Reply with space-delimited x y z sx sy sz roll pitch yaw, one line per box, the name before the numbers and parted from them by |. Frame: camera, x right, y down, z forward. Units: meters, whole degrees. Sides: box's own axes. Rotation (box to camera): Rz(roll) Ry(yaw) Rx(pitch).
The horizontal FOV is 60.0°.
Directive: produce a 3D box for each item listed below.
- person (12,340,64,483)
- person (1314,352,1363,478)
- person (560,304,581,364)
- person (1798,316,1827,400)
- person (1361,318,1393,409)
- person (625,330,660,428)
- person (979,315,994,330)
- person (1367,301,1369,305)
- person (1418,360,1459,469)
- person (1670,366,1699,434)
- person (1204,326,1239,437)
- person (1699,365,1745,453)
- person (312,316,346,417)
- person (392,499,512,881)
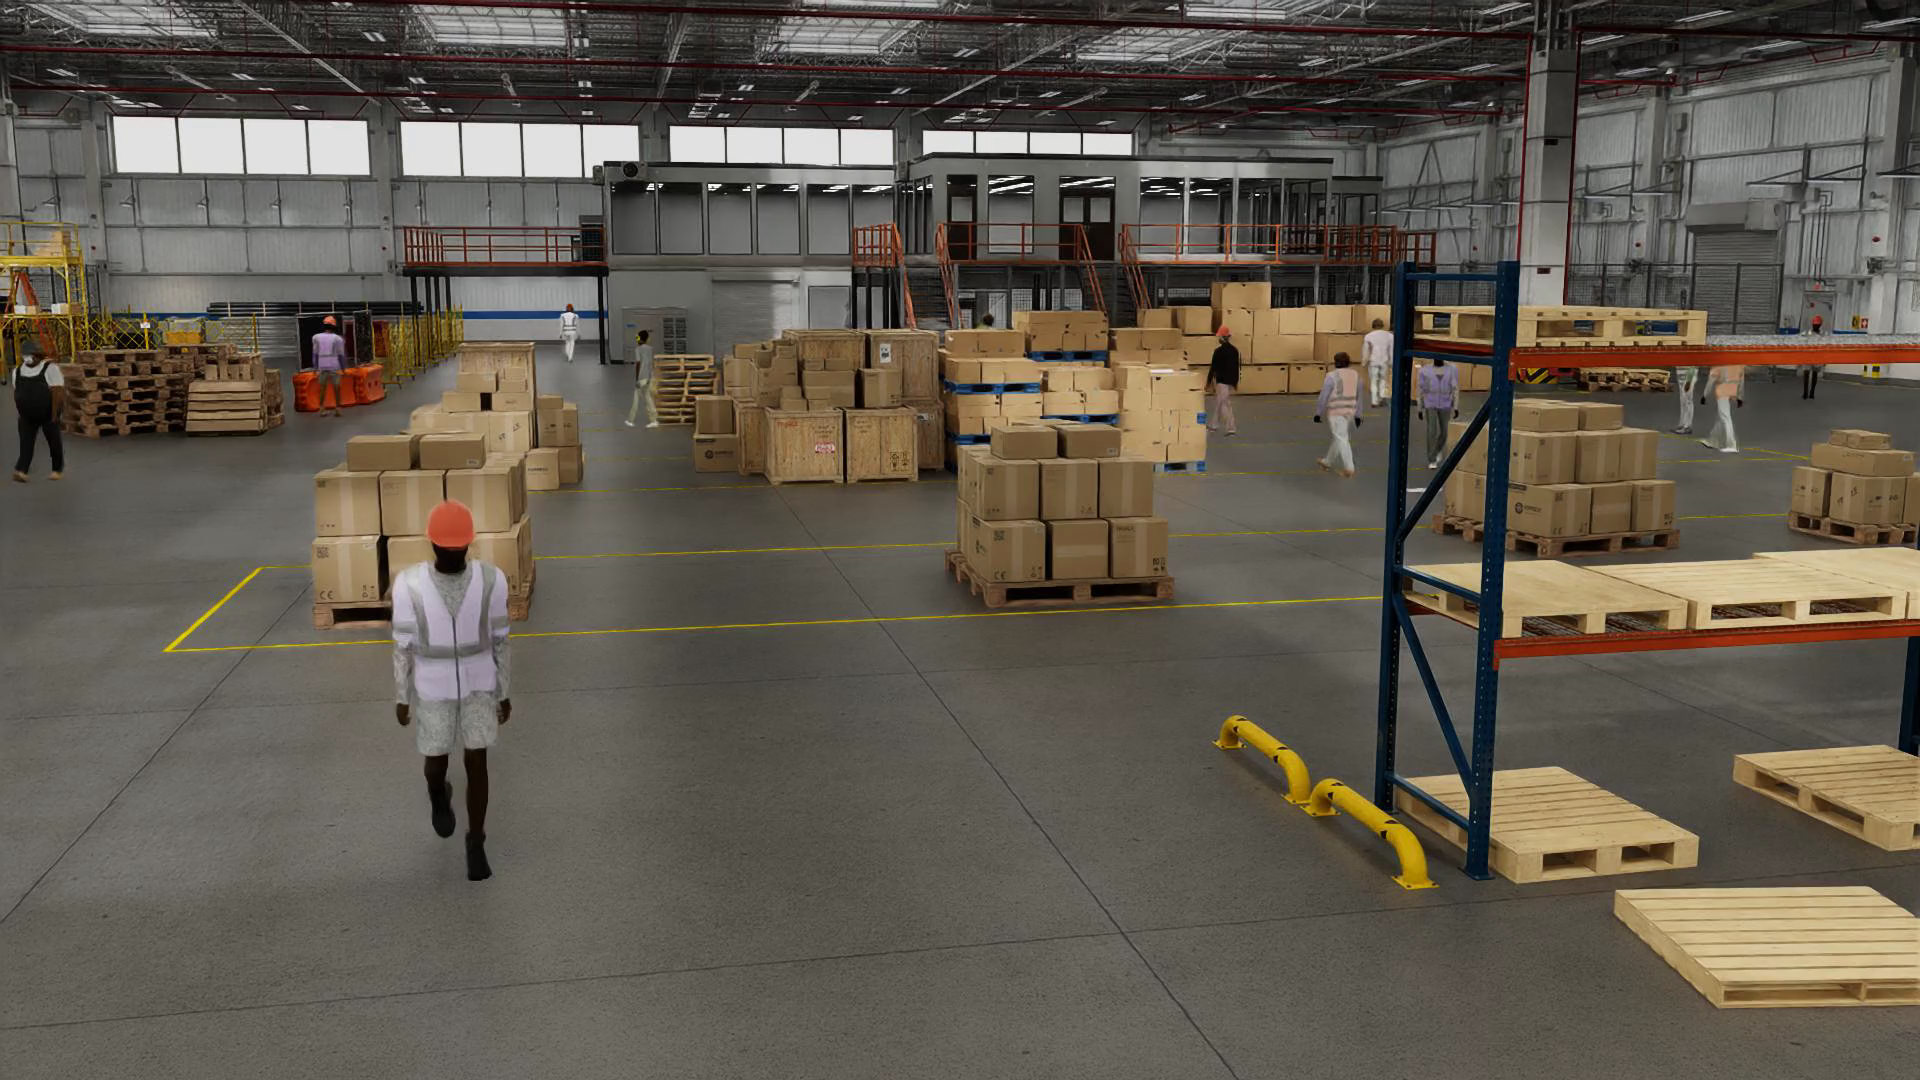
person | -12.900 -1.808 23.200 0.700 2.000 1.029 -1 9 -7
person | 5.445 -1.817 24.039 0.624 1.779 0.995 -5 11 -29
person | -12.194 -6.462 52.096 0.628 1.855 0.707 0 9 1
person | 19.423 -4.137 37.851 0.583 1.883 0.985 4 10 23
person | 8.860 -3.763 35.445 0.662 1.927 0.571 0 9 -1
person | -5.983 -3.017 31.237 0.807 1.820 0.595 6 11 34
person | 0.642 -4.674 41.309 0.580 1.829 0.642 -5 11 -29
person | 12.664 -6.399 51.316 0.612 1.996 0.388 -8 12 -40
person | 7.155 -2.025 24.908 0.616 1.908 0.536 1 9 6
person | 13.106 -2.880 30.025 0.402 1.944 0.605 2 10 13
person | 4.595 -2.814 29.599 0.955 1.955 0.616 9 13 43
person | 12.440 -2.379 27.184 0.596 1.877 0.960 -4 10 -21
person | -12.649 -3.463 33.356 0.628 2.020 0.473 0 9 -3
person | -2.523 0.709 8.289 0.552 1.909 0.721 -4 10 -21
